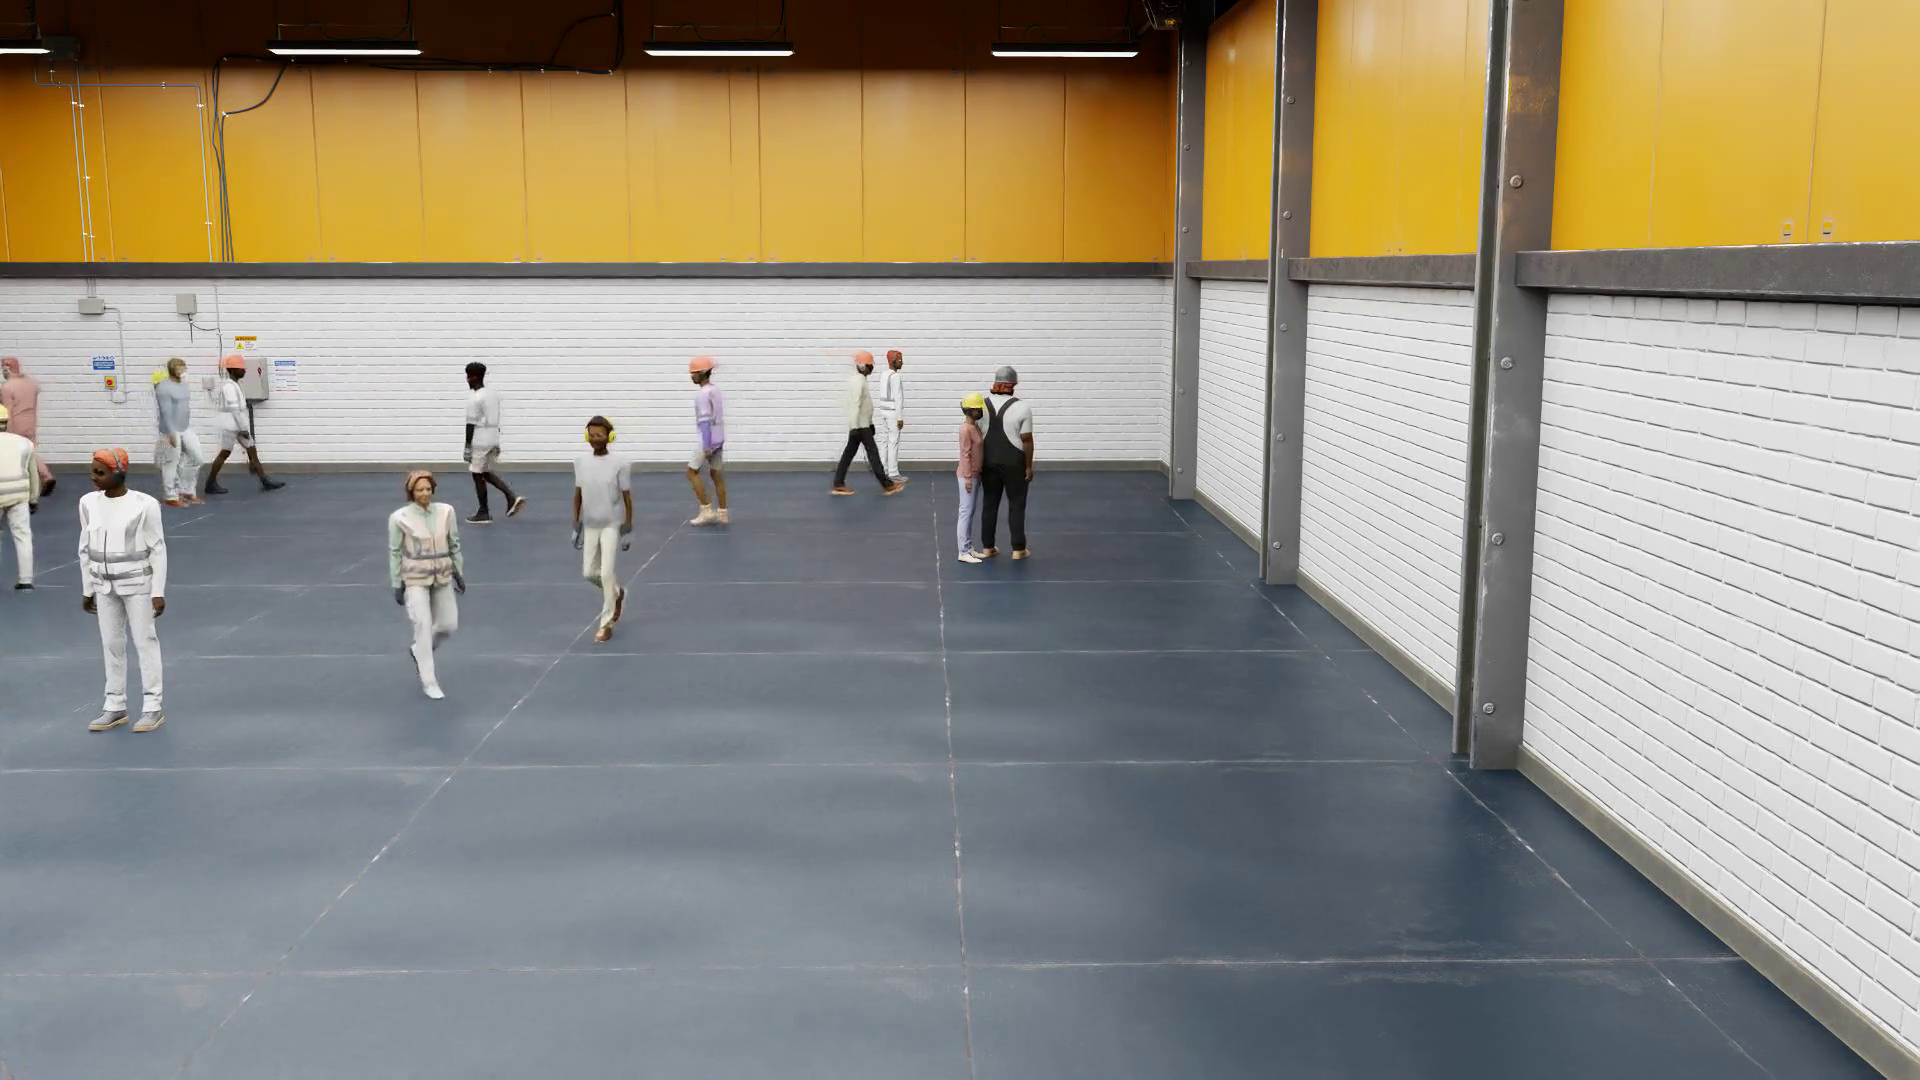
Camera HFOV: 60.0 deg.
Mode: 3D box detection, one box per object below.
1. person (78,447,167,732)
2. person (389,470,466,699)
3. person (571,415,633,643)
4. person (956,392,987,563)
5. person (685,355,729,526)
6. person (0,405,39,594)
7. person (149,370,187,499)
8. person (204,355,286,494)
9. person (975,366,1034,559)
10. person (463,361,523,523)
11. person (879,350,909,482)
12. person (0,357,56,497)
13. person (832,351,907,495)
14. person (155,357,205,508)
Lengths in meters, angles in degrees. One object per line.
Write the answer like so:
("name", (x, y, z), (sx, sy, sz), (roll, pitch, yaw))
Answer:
("person", (-5.492, 0.325, 10.914), (0.575, 1.883, 0.362), (1, 9, 9))
("person", (-3.828, 0.296, 11.883), (0.568, 1.622, 0.532), (9, 13, 42))
("person", (-2.933, -0.120, 13.732), (0.520, 1.856, 0.673), (2, 10, 14))
("person", (0.125, -0.650, 17.255), (0.311, 1.769, 0.522), (2, 9, 11))
("person", (-3.000, -1.156, 19.583), (0.575, 2.023, 0.633), (2, 9, 11))
("person", (-8.999, -0.398, 15.628), (0.940, 1.783, 0.619), (8, 13, 42))
("person", (-10.371, -1.372, 21.818), (0.384, 1.718, 0.531), (2, 9, 12))
("person", (-9.771, -1.557, 22.484), (1.027, 1.885, 0.555), (-2, 9, -10))
("person", (0.482, -0.822, 17.464), (0.687, 2.000, 0.535), (4, 10, 25))
("person", (-5.621, -1.154, 19.813), (0.560, 1.945, 0.604), (2, 9, 12))
("person", (-0.962, -1.764, 23.724), (0.337, 1.879, 0.584), (-4, 10, -26))
("person", (-12.410, -1.483, 22.012), (0.720, 1.882, 0.670), (2, 9, 11))
("person", (-1.263, -1.553, 22.249), (1.012, 1.937, 0.644), (-1, 9, -3))
("person", (-9.873, -1.349, 21.058), (0.583, 1.918, 0.636), (2, 9, 11))
